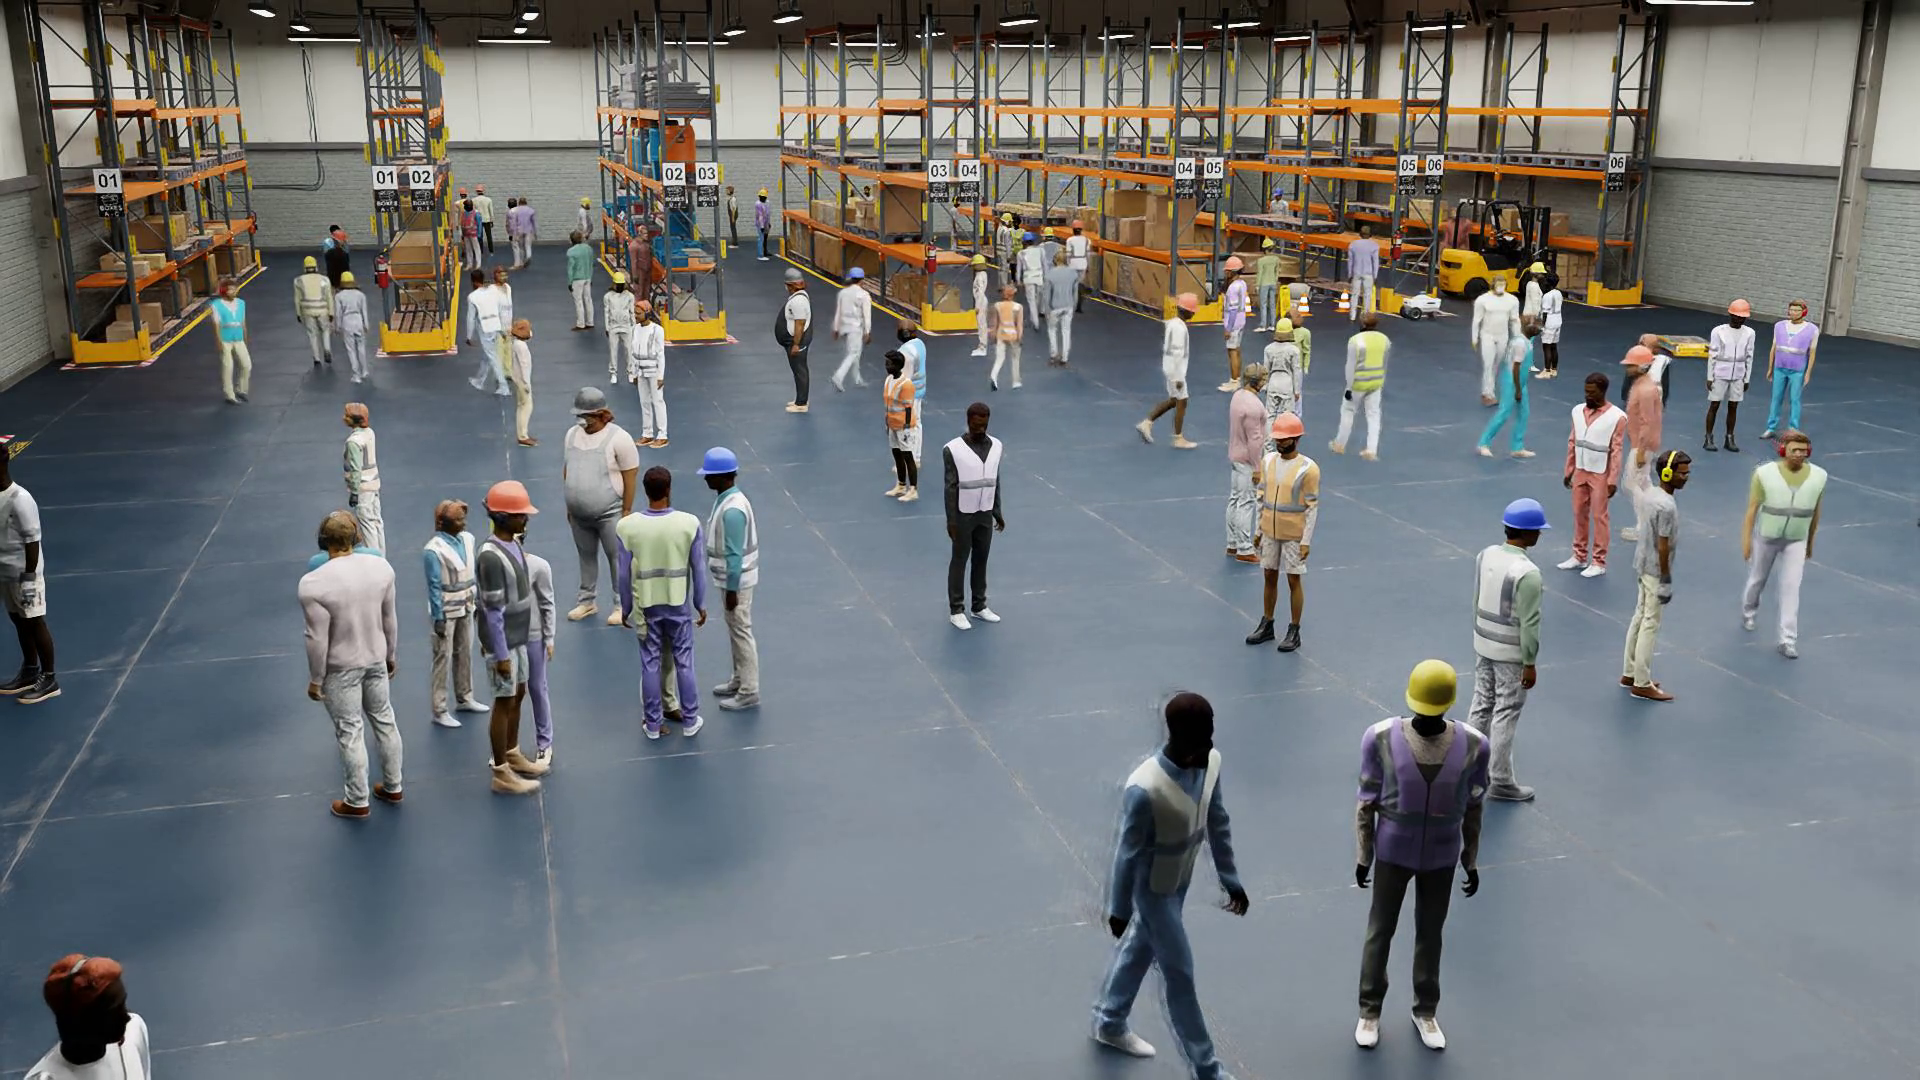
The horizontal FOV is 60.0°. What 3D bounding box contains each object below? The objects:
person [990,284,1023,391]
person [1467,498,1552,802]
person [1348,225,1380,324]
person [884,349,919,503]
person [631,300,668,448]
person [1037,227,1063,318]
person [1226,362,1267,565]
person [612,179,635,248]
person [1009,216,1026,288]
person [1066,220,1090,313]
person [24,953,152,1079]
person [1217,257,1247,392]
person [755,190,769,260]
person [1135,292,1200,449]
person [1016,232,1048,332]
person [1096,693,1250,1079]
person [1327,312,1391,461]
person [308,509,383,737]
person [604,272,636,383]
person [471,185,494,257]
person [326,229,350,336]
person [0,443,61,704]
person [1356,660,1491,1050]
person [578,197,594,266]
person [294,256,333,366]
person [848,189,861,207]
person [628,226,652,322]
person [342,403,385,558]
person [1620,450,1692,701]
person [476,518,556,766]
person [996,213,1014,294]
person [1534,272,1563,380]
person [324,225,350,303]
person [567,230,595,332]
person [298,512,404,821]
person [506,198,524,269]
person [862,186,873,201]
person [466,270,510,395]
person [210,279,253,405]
[{"bbox_3d":[0.702,-3.083,25.373,0.522,1.610,0.752,7,17,25],"label":"person"},{"bbox_3d":[3.473,0.685,10.538,0.404,1.945,0.615,-4,15,-14],"label":"person"},{"bbox_3d":[7.945,-5.221,32.783,0.627,1.939,0.371,9,17,31],"label":"person"},{"bbox_3d":[-0.664,-1.263,18.375,0.323,1.688,0.537,-8,17,-29],"label":"person"},{"bbox_3d":[-3.974,-2.113,21.210,0.576,1.879,0.356,11,18,35],"label":"person"},{"bbox_3d":[1.787,-5.413,33.704,0.589,1.834,0.403,-5,16,-18],"label":"person"},{"bbox_3d":[2.755,-0.738,15.919,0.373,1.935,0.628,-2,15,-8],"label":"person"},{"bbox_3d":[-9.993,-9.737,49.579,0.689,2.000,0.538,-3,15,-12],"label":"person"},{"bbox_3d":[1.332,-6.751,39.021,0.537,1.694,0.321,10,18,33],"label":"person"},{"bbox_3d":[2.432,-5.681,34.562,0.553,1.919,0.510,-4,15,-14],"label":"person"},{"bbox_3d":[-2.668,2.148,5.194,0.368,1.873,0.593,2,15,6],"label":"person"},{"bbox_3d":[4.122,-3.262,25.208,0.380,2.041,0.615,6,16,21],"label":"person"},{"bbox_3d":[-5.444,-8.669,45.794,0.381,1.917,0.586,-2,15,-7],"label":"person"},{"bbox_3d":[2.670,-2.150,21.088,0.666,2.016,0.659,0,15,1],"label":"person"},{"bbox_3d":[1.420,-4.949,31.892,0.645,1.881,1.004,-6,16,-20],"label":"person"},{"bbox_3d":[0.998,1.562,7.396,0.985,1.864,0.595,11,18,35],"label":"person"},{"bbox_3d":[4.953,-1.931,20.634,0.662,1.807,0.862,-6,16,-21],"label":"person"},{"bbox_3d":[-4.206,0.586,11.506,0.503,1.636,0.277,-8,17,-28],"label":"person"},{"bbox_3d":[-5.302,-3.314,26.001,0.487,1.738,0.320,-3,15,-12],"label":"person"},{"bbox_3d":[-13.458,-8.994,46.876,0.613,1.991,0.392,-6,16,-20],"label":"person"},{"bbox_3d":[-11.592,-4.803,31.130,0.624,1.998,0.433,10,18,34],"label":"person"},{"bbox_3d":[-6.954,0.229,12.231,0.602,1.958,0.381,12,19,39],"label":"person"},{"bbox_3d":[2.127,1.453,7.707,0.589,1.917,0.392,1,15,6],"label":"person"},{"bbox_3d":[-9.908,-8.162,44.051,0.404,1.829,0.600,-5,16,-18],"label":"person"},{"bbox_3d":[-10.752,-3.810,27.702,0.593,1.814,0.475,-6,16,-22],"label":"person"},{"bbox_3d":[-3.162,-9.308,48.392,0.646,1.814,0.596,-8,17,-26],"label":"person"},{"bbox_3d":[-6.320,-5.292,33.137,0.400,1.900,0.647,5,16,17],"label":"person"},{"bbox_3d":[-5.550,-0.473,15.478,0.308,1.645,0.514,-1,15,-3],"label":"person"},{"bbox_3d":[5.169,0.252,12.333,0.334,1.864,0.521,2,15,7],"label":"person"},{"bbox_3d":[-2.936,0.657,10.995,0.535,1.766,0.318,2,15,7],"label":"person"},{"bbox_3d":[1.039,-6.536,37.958,0.404,1.824,0.586,-5,16,-18],"label":"person"},{"bbox_3d":[9.370,-3.402,26.416,0.321,1.691,0.533,12,19,38],"label":"person"},{"bbox_3d":[-13.547,-6.008,36.201,0.535,1.700,0.318,-7,16,-24],"label":"person"},{"bbox_3d":[-7.249,-4.946,31.770,0.378,1.929,0.635,9,18,32],"label":"person"},{"bbox_3d":[-3.732,0.773,10.223,0.375,1.939,0.628,11,18,35],"label":"person"},{"bbox_3d":[-11.613,-7.984,43.364,0.430,1.845,0.619,2,15,9],"label":"person"},{"bbox_3d":[-2.698,-9.527,49.146,0.513,1.860,0.330,12,19,38],"label":"person"},{"bbox_3d":[-7.194,-3.128,25.042,1.004,1.862,0.610,9,17,29],"label":"person"},{"bbox_3d":[-10.556,-2.864,24.128,0.500,1.822,0.578,10,18,32],"label":"person"}]
